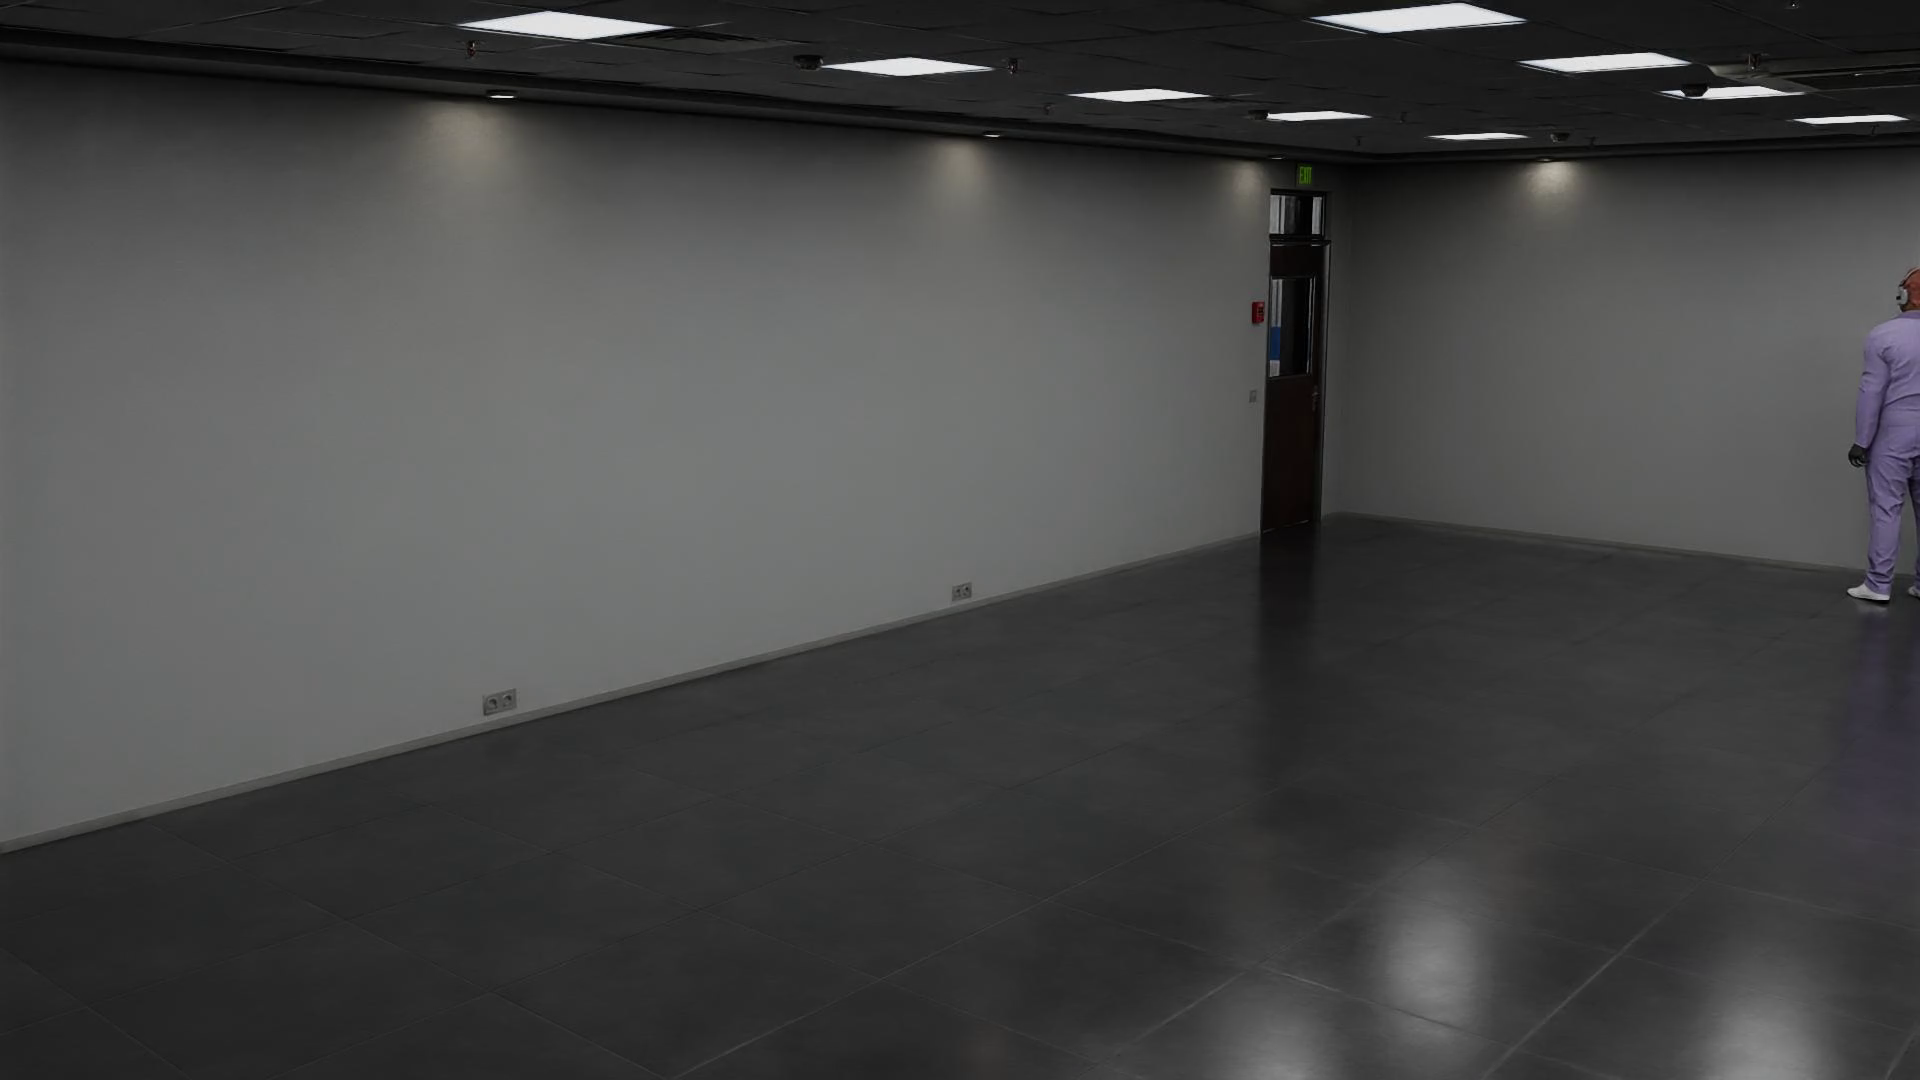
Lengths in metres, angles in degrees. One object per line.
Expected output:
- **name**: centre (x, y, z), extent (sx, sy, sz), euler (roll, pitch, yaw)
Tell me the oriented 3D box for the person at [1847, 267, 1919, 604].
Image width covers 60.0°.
- **person**: centre (5.386, -0.585, 9.468), extent (0.644, 1.907, 0.400), euler (0, 10, 0)
